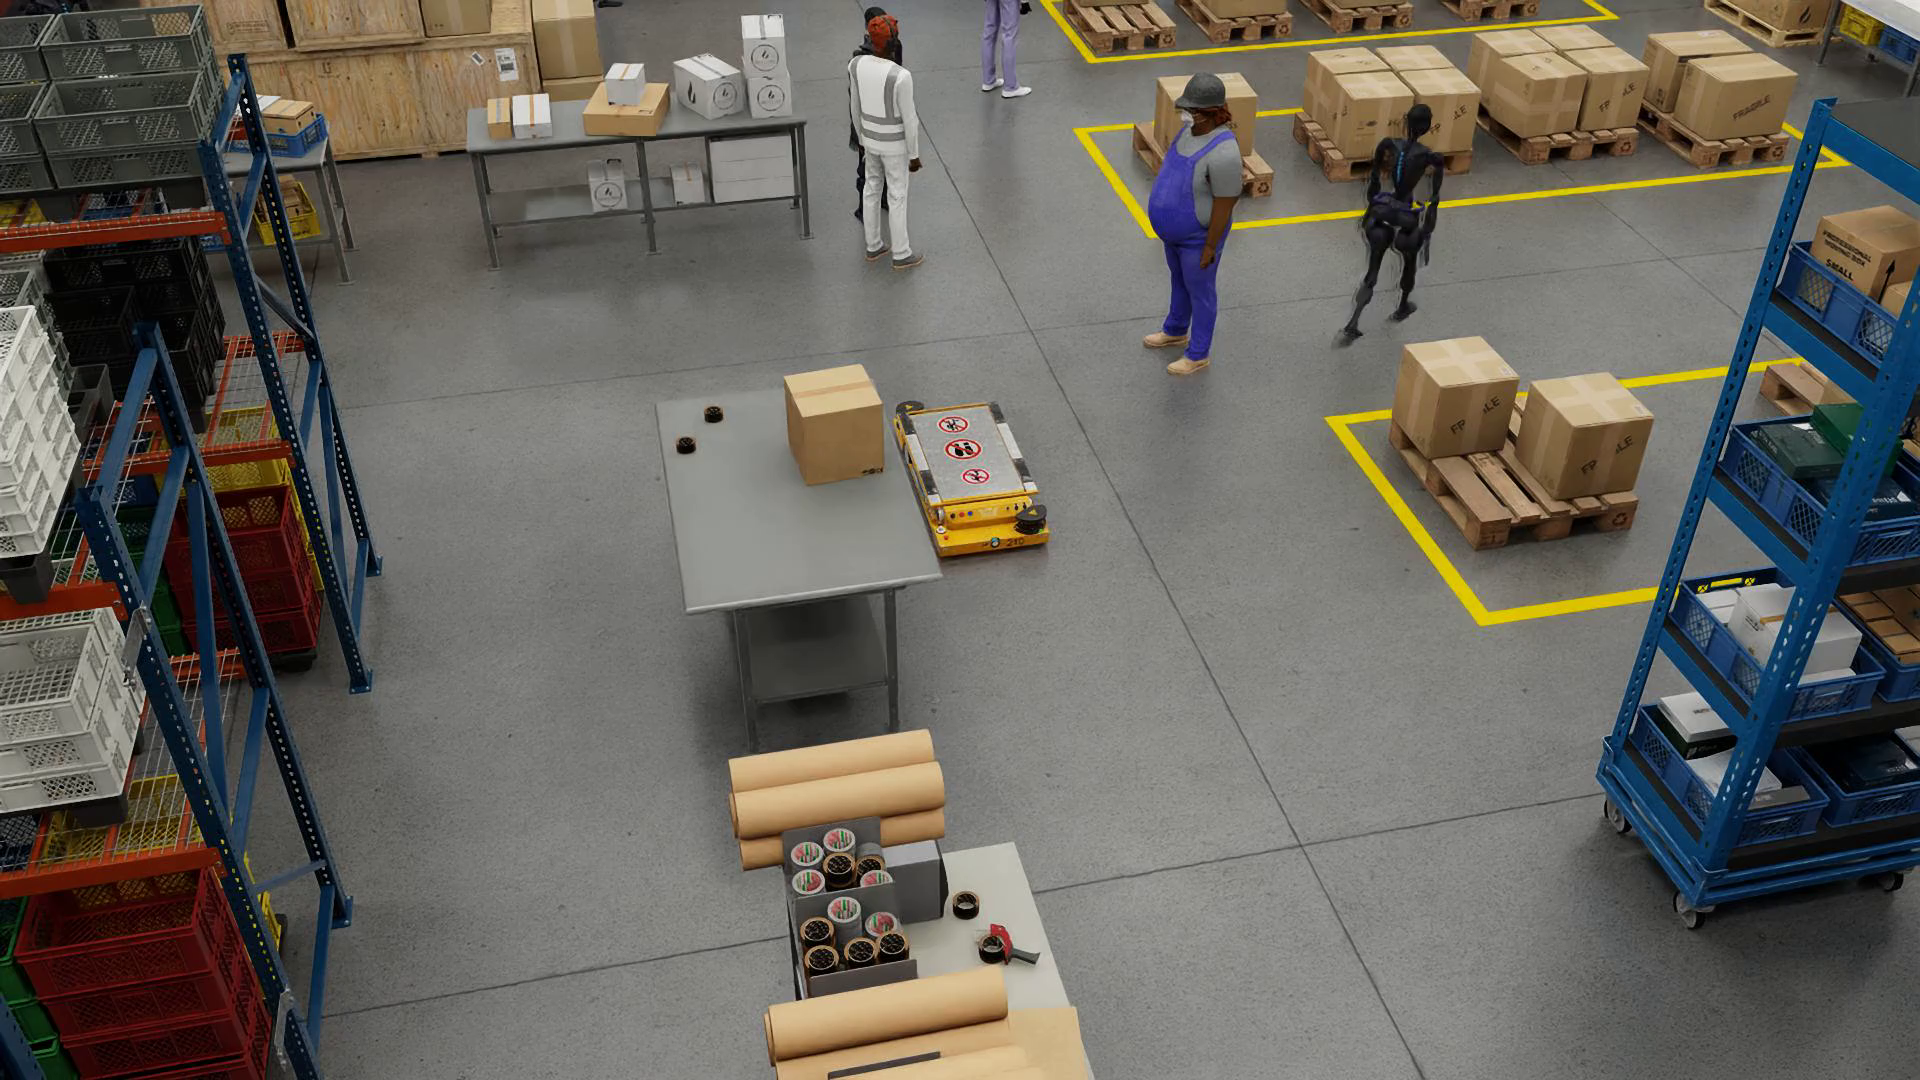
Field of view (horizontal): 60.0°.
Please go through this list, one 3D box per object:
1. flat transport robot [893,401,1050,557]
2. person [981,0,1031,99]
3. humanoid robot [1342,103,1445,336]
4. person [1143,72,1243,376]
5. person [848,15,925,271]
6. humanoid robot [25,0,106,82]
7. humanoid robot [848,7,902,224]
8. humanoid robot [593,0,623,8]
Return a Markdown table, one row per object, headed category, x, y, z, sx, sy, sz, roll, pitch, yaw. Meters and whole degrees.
| category | x | y | z | sx | sy | sz | roll | pitch | yaw |
| --- | --- | --- | --- | --- | --- | --- | --- | --- | --- |
| flat transport robot | 0.046 | -0.430 | 10.108 | 0.652 | 0.197 | 1.431 | -8 | 37 | -10 |
| person | 0.391 | -4.891 | 14.739 | 0.586 | 1.927 | 0.366 | 30 | 46 | 34 |
| humanoid robot | 2.961 | -2.162 | 11.335 | 0.593 | 1.654 | 0.726 | 25 | 43 | 30 |
| person | 1.487 | -2.054 | 10.832 | 0.537 | 2.000 | 0.678 | -10 | 38 | -14 |
| person | -0.527 | -2.864 | 12.053 | 0.574 | 1.882 | 0.356 | 24 | 43 | 29 |
| humanoid robot | -7.226 | -3.870 | 13.563 | 0.314 | 1.657 | 0.608 | 20 | 41 | 25 |
| humanoid robot | -0.622 | -3.251 | 12.734 | 0.601 | 1.653 | 0.328 | -30 | 46 | -34 |
| humanoid robot | -3.662 | -6.253 | 16.766 | 0.314 | 1.657 | 0.609 | -18 | 40 | -23 |
